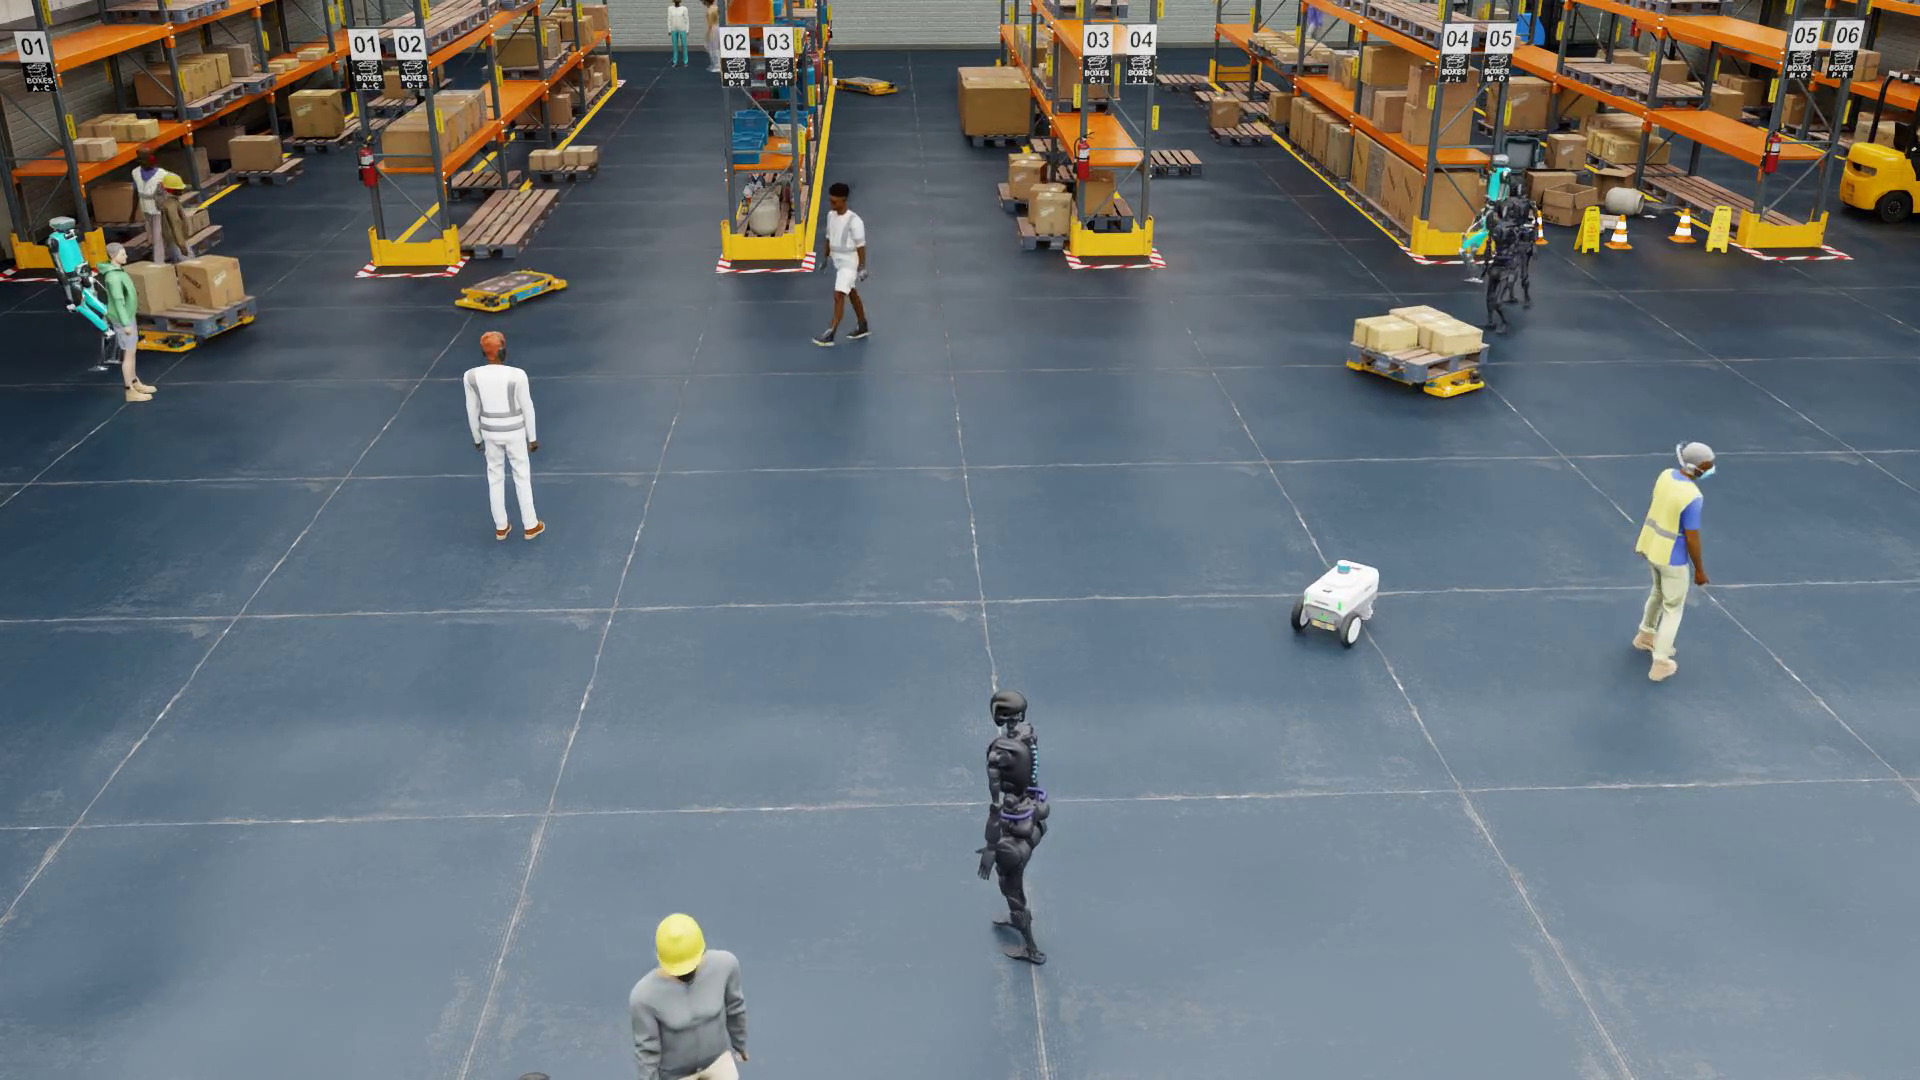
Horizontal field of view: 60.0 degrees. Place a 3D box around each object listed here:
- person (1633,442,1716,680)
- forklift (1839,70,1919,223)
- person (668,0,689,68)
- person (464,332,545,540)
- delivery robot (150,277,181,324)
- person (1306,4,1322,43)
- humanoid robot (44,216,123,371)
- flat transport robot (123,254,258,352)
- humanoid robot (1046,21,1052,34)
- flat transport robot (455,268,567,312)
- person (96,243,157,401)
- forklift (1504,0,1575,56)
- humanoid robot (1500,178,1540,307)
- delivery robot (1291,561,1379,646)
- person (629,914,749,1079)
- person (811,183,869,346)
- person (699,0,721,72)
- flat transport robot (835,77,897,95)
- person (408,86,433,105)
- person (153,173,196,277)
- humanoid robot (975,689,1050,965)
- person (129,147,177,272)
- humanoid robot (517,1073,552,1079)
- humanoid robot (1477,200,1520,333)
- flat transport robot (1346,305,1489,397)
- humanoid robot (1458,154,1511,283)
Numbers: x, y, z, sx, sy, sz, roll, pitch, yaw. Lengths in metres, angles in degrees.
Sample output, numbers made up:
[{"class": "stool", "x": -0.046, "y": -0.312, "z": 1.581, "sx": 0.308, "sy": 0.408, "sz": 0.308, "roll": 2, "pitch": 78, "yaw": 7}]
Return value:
[{"class": "person", "x": 5.236, "y": 0.110, "z": 12.272, "sx": 0.496, "sy": 1.860, "sz": 0.647, "roll": -2, "pitch": 24, "yaw": -5}, {"class": "forklift", "x": 15.132, "y": -6.143, "z": 25.915, "sx": 2.313, "sy": 2.155, "sz": 1.214, "roll": -1, "pitch": 24, "yaw": -2}, {"class": "person", "x": -6.862, "y": -12.430, "z": 40.557, "sx": 0.523, "sy": 1.771, "sz": 0.309, "roll": 2, "pitch": 24, "yaw": 5}, {"class": "person", "x": -3.973, "y": -0.903, "z": 14.515, "sx": 0.572, "sy": 1.886, "sz": 0.354, "roll": 1, "pitch": 24, "yaw": 2}, {"class": "delivery robot", "x": -9.775, "y": -2.991, "z": 20.864, "sx": 0.816, "sy": 0.613, "sz": 0.499, "roll": -2, "pitch": 24, "yaw": -4}, {"class": "person", "x": 8.770, "y": -12.880, "z": 41.600, "sx": 0.972, "sy": 1.746, "sz": 0.606, "roll": -7, "pitch": 25, "yaw": -14}, {"class": "humanoid robot", "x": -9.853, "y": -2.799, "z": 18.924, "sx": 0.698, "sy": 1.751, "sz": 0.532, "roll": 3, "pitch": 24, "yaw": 6}, {"class": "flat transport robot", "x": -9.345, "y": -2.587, "z": 20.286, "sx": 0.659, "sy": 0.231, "sz": 1.431, "roll": 6, "pitch": 25, "yaw": 13}, {"class": "humanoid robot", "x": 2.461, "y": -12.870, "z": 41.630, "sx": 0.817, "sy": 1.809, "sz": 0.531, "roll": 10, "pitch": 26, "yaw": 21}, {"class": "flat transport robot", "x": -5.897, "y": -3.287, "z": 21.858, "sx": 0.659, "sy": 0.231, "sz": 1.431, "roll": 12, "pitch": 27, "yaw": 25}, {"class": "person", "x": -9.027, "y": -2.359, "z": 17.980, "sx": 0.315, "sy": 1.734, "sz": 0.477, "roll": -8, "pitch": 25, "yaw": -17}, {"class": "forklift", "x": 14.700, "y": -13.805, "z": 42.301, "sx": 1.873, "sy": 2.768, "sz": 1.129, "roll": -1, "pitch": 24, "yaw": -2}, {"class": "humanoid robot", "x": 7.194, "y": -3.832, "z": 21.353, "sx": 0.415, "sy": 1.636, "sz": 0.615, "roll": -19, "pitch": 30, "yaw": -36}, {"class": "delivery robot", "x": 2.980, "y": 0.470, "z": 13.083, "sx": 0.500, "sy": 0.610, "sz": 0.782, "roll": 18, "pitch": 30, "yaw": 34}, {"class": "person", "x": -1.171, "y": 2.357, "z": 7.374, "sx": 0.548, "sy": 1.733, "sz": 0.583, "roll": -13, "pitch": 27, "yaw": -27}, {"class": "person", "x": -1.469, "y": -3.283, "z": 19.810, "sx": 0.956, "sy": 1.923, "sz": 0.605, "roll": -15, "pitch": 28, "yaw": -30}, {"class": "person", "x": -5.975, "y": -12.120, "z": 39.769, "sx": 0.564, "sy": 1.836, "sz": 0.540, "roll": 0, "pitch": 24, "yaw": 1}, {"class": "flat transport robot", "x": -2.124, "y": -10.222, "z": 37.442, "sx": 0.659, "sy": 0.231, "sz": 1.431, "roll": -20, "pitch": 31, "yaw": -37}, {"class": "person", "x": -10.897, "y": -9.228, "z": 33.490, "sx": 0.534, "sy": 1.655, "sz": 0.872, "roll": -1, "pitch": 24, "yaw": -2}, {"class": "person", "x": -9.947, "y": -3.799, "z": 21.195, "sx": 0.401, "sy": 1.741, "sz": 0.669, "roll": -11, "pitch": 26, "yaw": -23}, {"class": "humanoid robot", "x": 0.310, "y": 1.588, "z": 9.185, "sx": 0.426, "sy": 1.641, "sz": 0.610, "roll": 12, "pitch": 27, "yaw": 25}, {"class": "person", "x": -10.886, "y": -4.425, "z": 22.531, "sx": 0.574, "sy": 1.800, "sz": 0.914, "roll": 9, "pitch": 25, "yaw": 18}, {"class": "humanoid robot", "x": -1.620, "y": 2.750, "z": 6.559, "sx": 0.589, "sy": 1.653, "sz": 0.363, "roll": 16, "pitch": 29, "yaw": 32}, {"class": "humanoid robot", "x": 6.583, "y": -3.327, "z": 20.210, "sx": 0.359, "sy": 1.635, "sz": 0.585, "roll": -11, "pitch": 26, "yaw": -23}, {"class": "flat transport robot", "x": 5.127, "y": -1.923, "z": 18.792, "sx": 0.659, "sy": 0.231, "sz": 1.431, "roll": -17, "pitch": 29, "yaw": -33}, {"class": "humanoid robot", "x": 6.920, "y": -4.212, "z": 22.244, "sx": 0.704, "sy": 1.871, "sz": 0.564, "roll": 2, "pitch": 24, "yaw": 3}]
